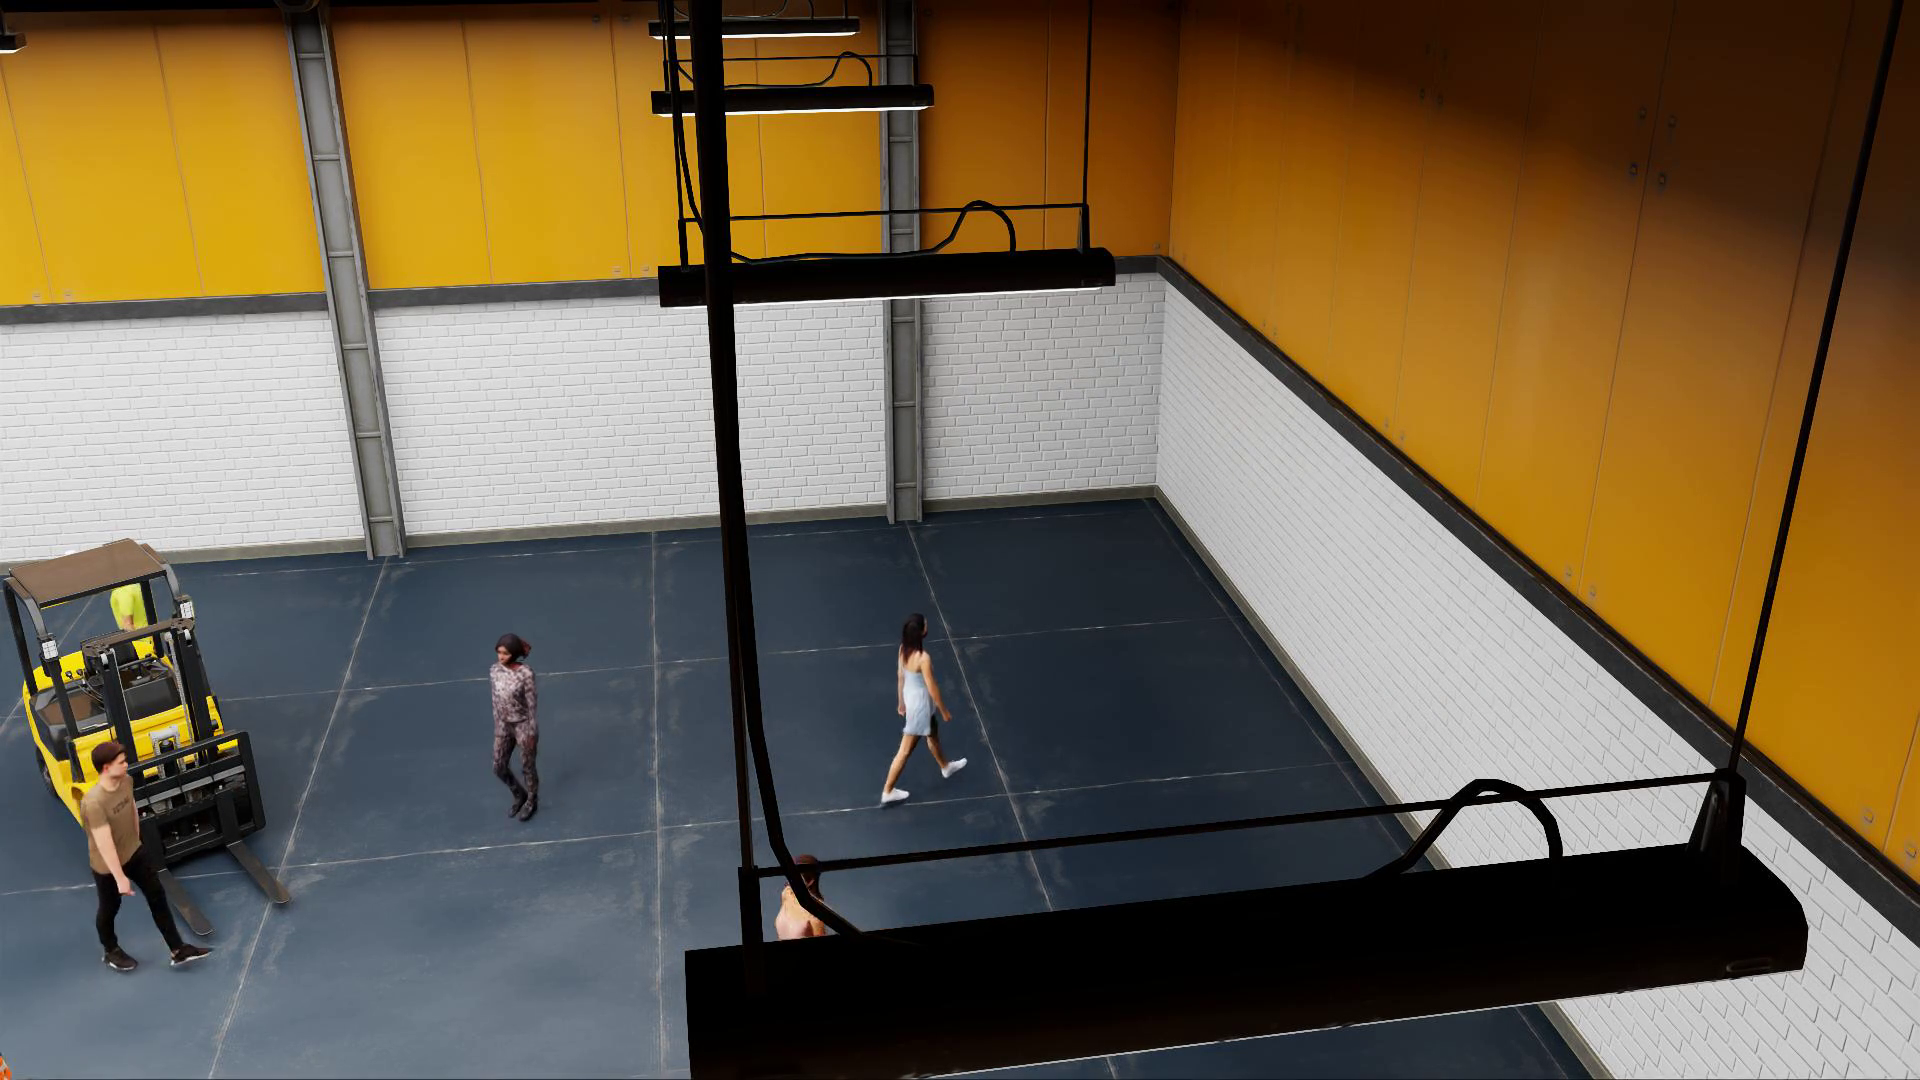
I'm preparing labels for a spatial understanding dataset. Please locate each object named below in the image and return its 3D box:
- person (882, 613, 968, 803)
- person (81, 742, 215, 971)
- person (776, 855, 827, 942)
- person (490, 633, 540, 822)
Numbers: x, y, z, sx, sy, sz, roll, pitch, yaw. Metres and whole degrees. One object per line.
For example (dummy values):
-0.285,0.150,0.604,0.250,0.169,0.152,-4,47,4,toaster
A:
-0.422,1.457,14.033,1.187,1.682,0.838,-13,27,-27,person
-6.122,2.296,11.951,1.195,1.811,0.993,7,25,15,person
-0.931,2.790,10.819,1.121,1.813,0.863,-16,28,-32,person
-3.638,1.525,13.846,0.697,1.706,0.769,8,25,17,person
